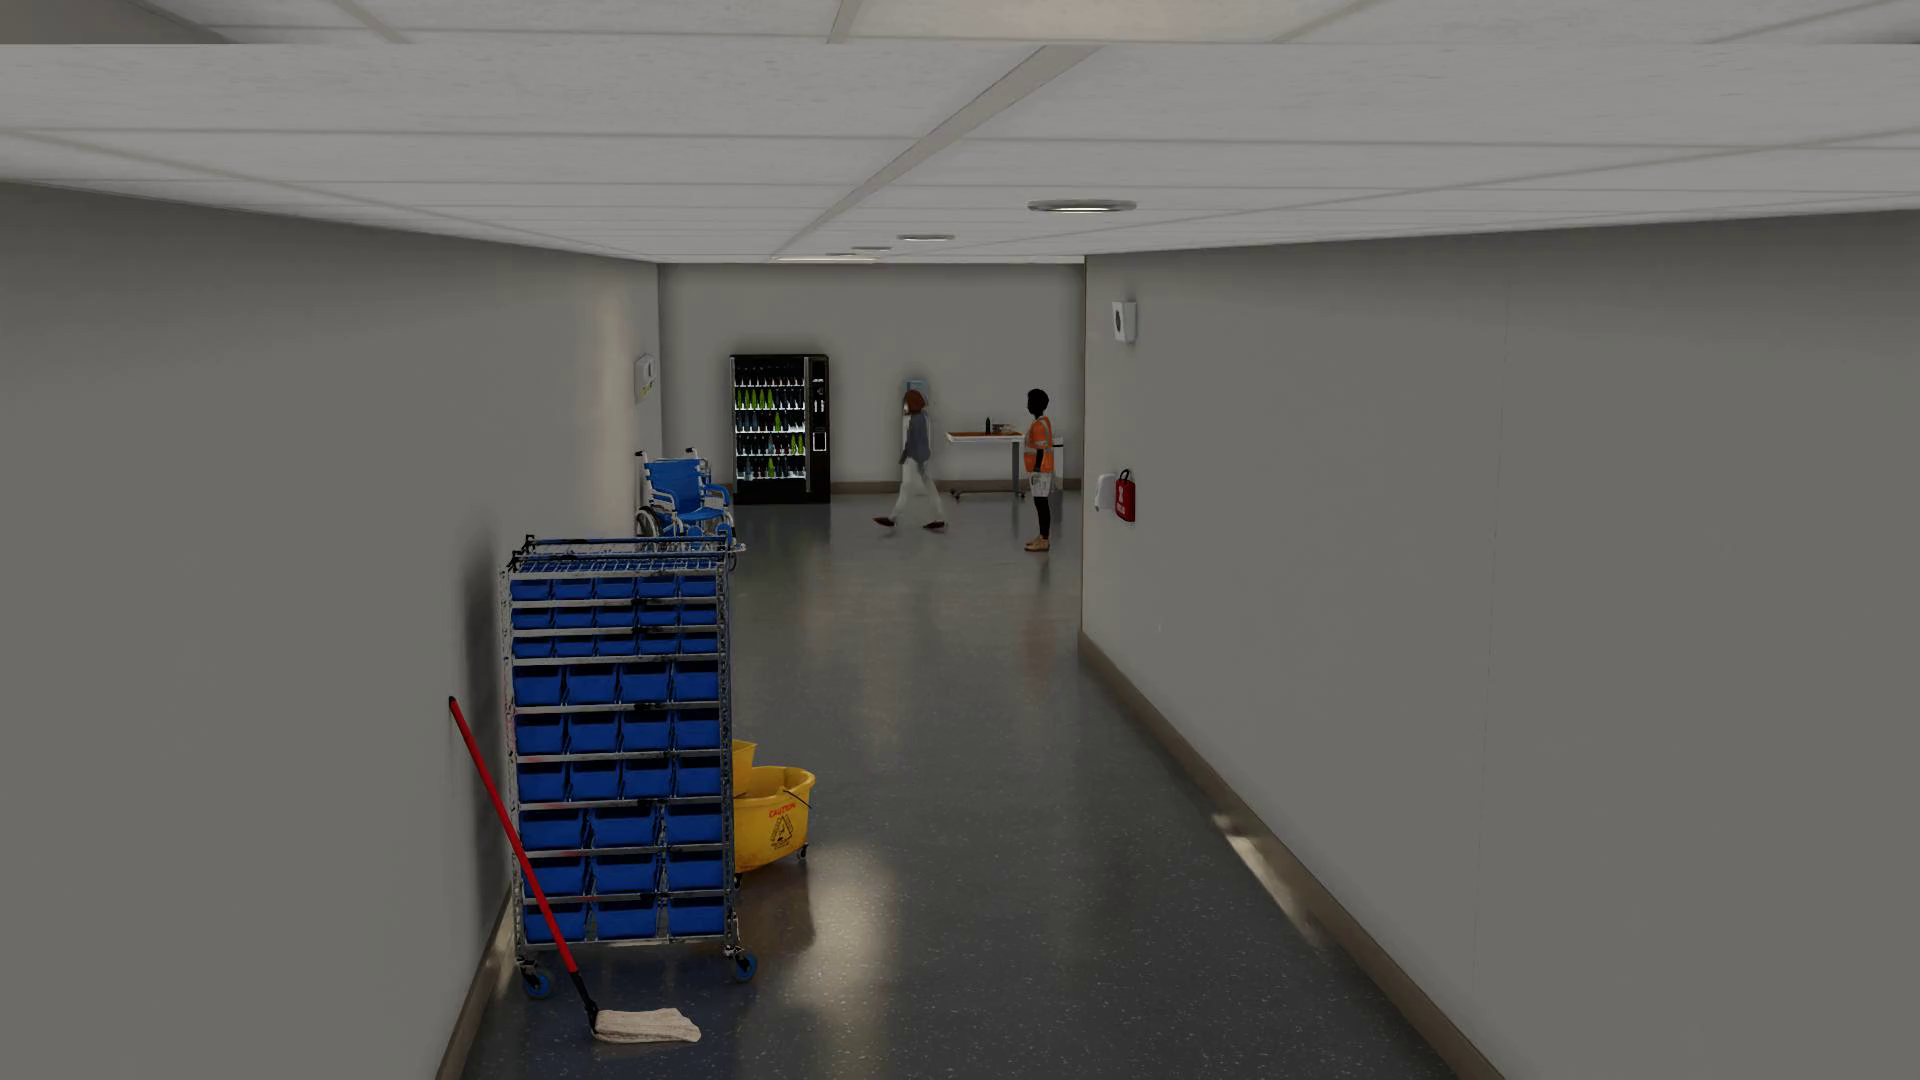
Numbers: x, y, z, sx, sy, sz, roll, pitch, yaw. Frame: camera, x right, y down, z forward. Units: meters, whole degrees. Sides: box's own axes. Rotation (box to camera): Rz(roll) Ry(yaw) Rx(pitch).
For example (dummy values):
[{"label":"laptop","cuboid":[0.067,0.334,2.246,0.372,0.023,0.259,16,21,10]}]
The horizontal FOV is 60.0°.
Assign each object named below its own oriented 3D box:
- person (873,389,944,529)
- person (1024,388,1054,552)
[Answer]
[{"label":"person","cuboid":[-0.568,-0.895,18.710,0.847,1.589,0.540,1,9,4]},{"label":"person","cuboid":[0.817,-0.729,17.334,0.316,1.697,0.542,1,9,8]}]
